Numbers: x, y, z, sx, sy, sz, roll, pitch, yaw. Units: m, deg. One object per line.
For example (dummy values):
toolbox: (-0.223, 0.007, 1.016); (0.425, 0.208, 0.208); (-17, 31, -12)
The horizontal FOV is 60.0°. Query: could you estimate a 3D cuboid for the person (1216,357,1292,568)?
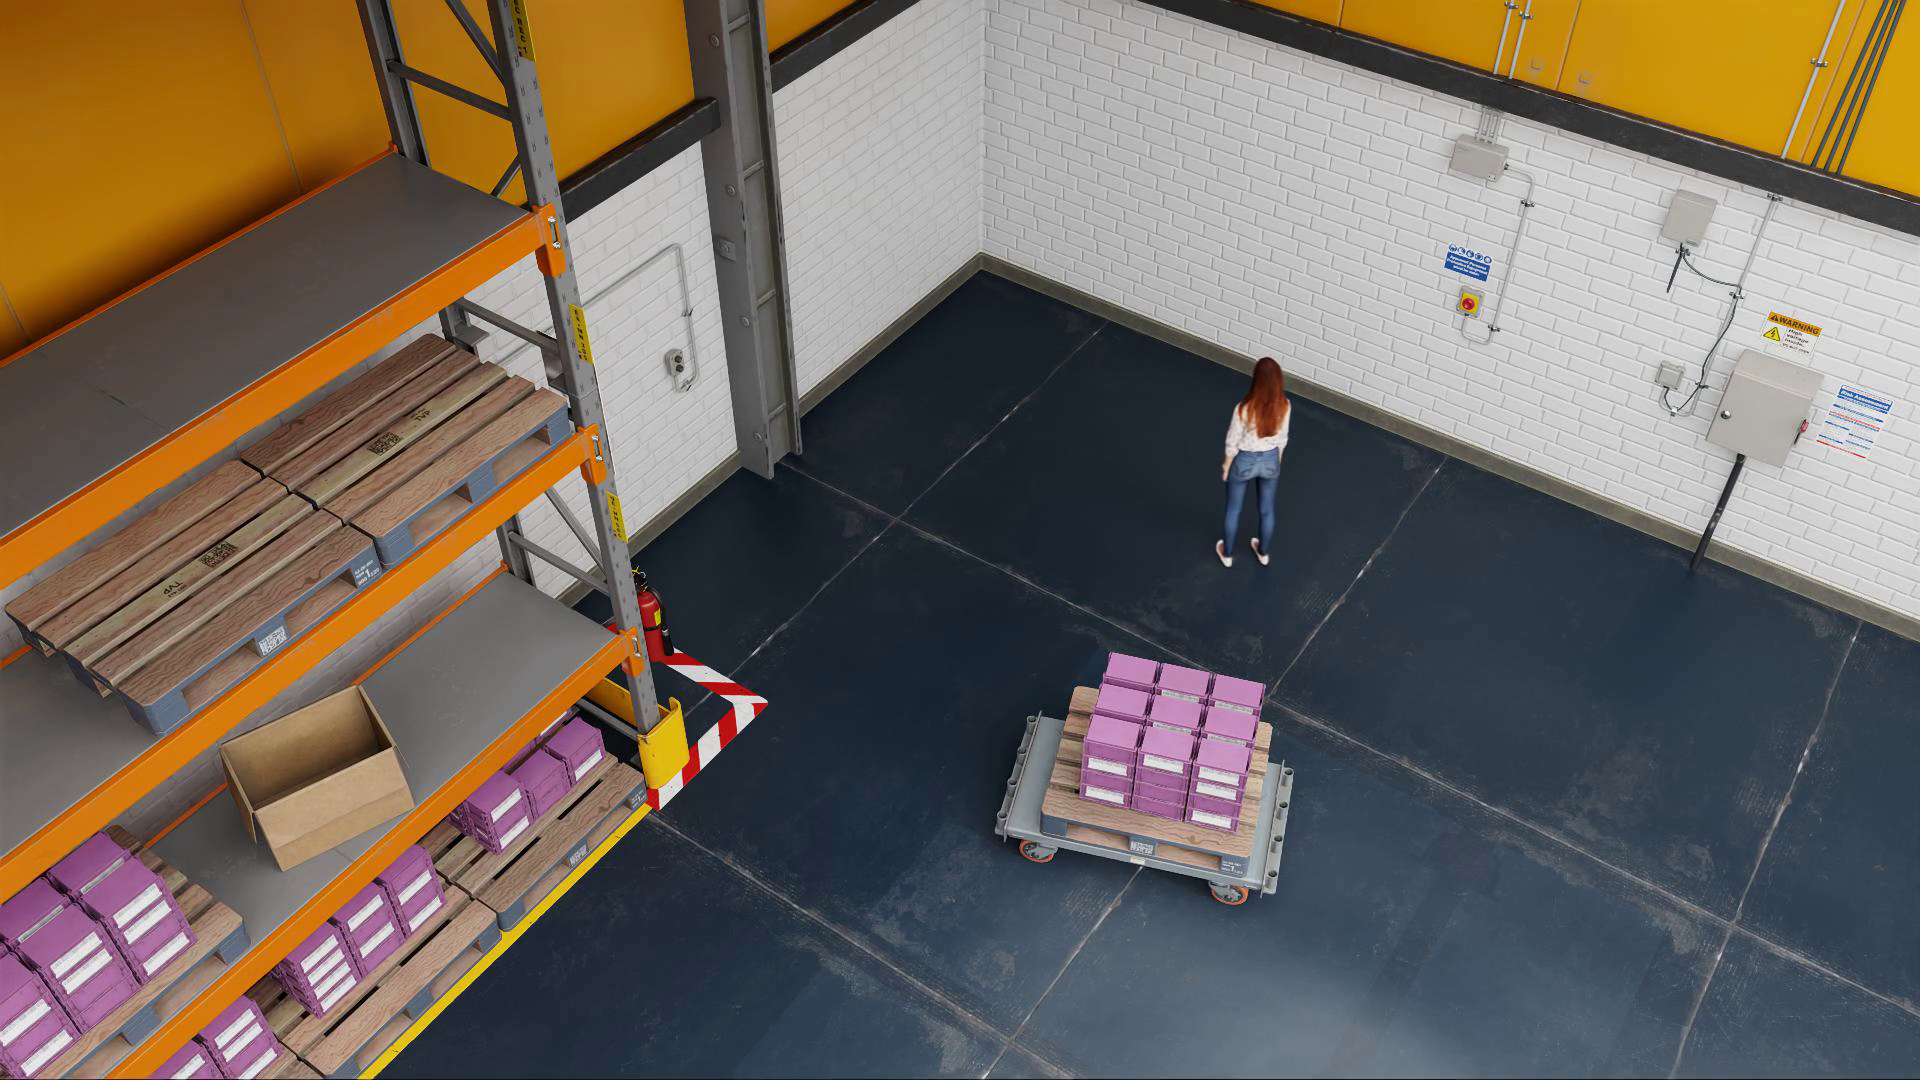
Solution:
person: (1.990, -0.509, 11.198); (0.641, 1.726, 0.686); (-4, 44, -4)
